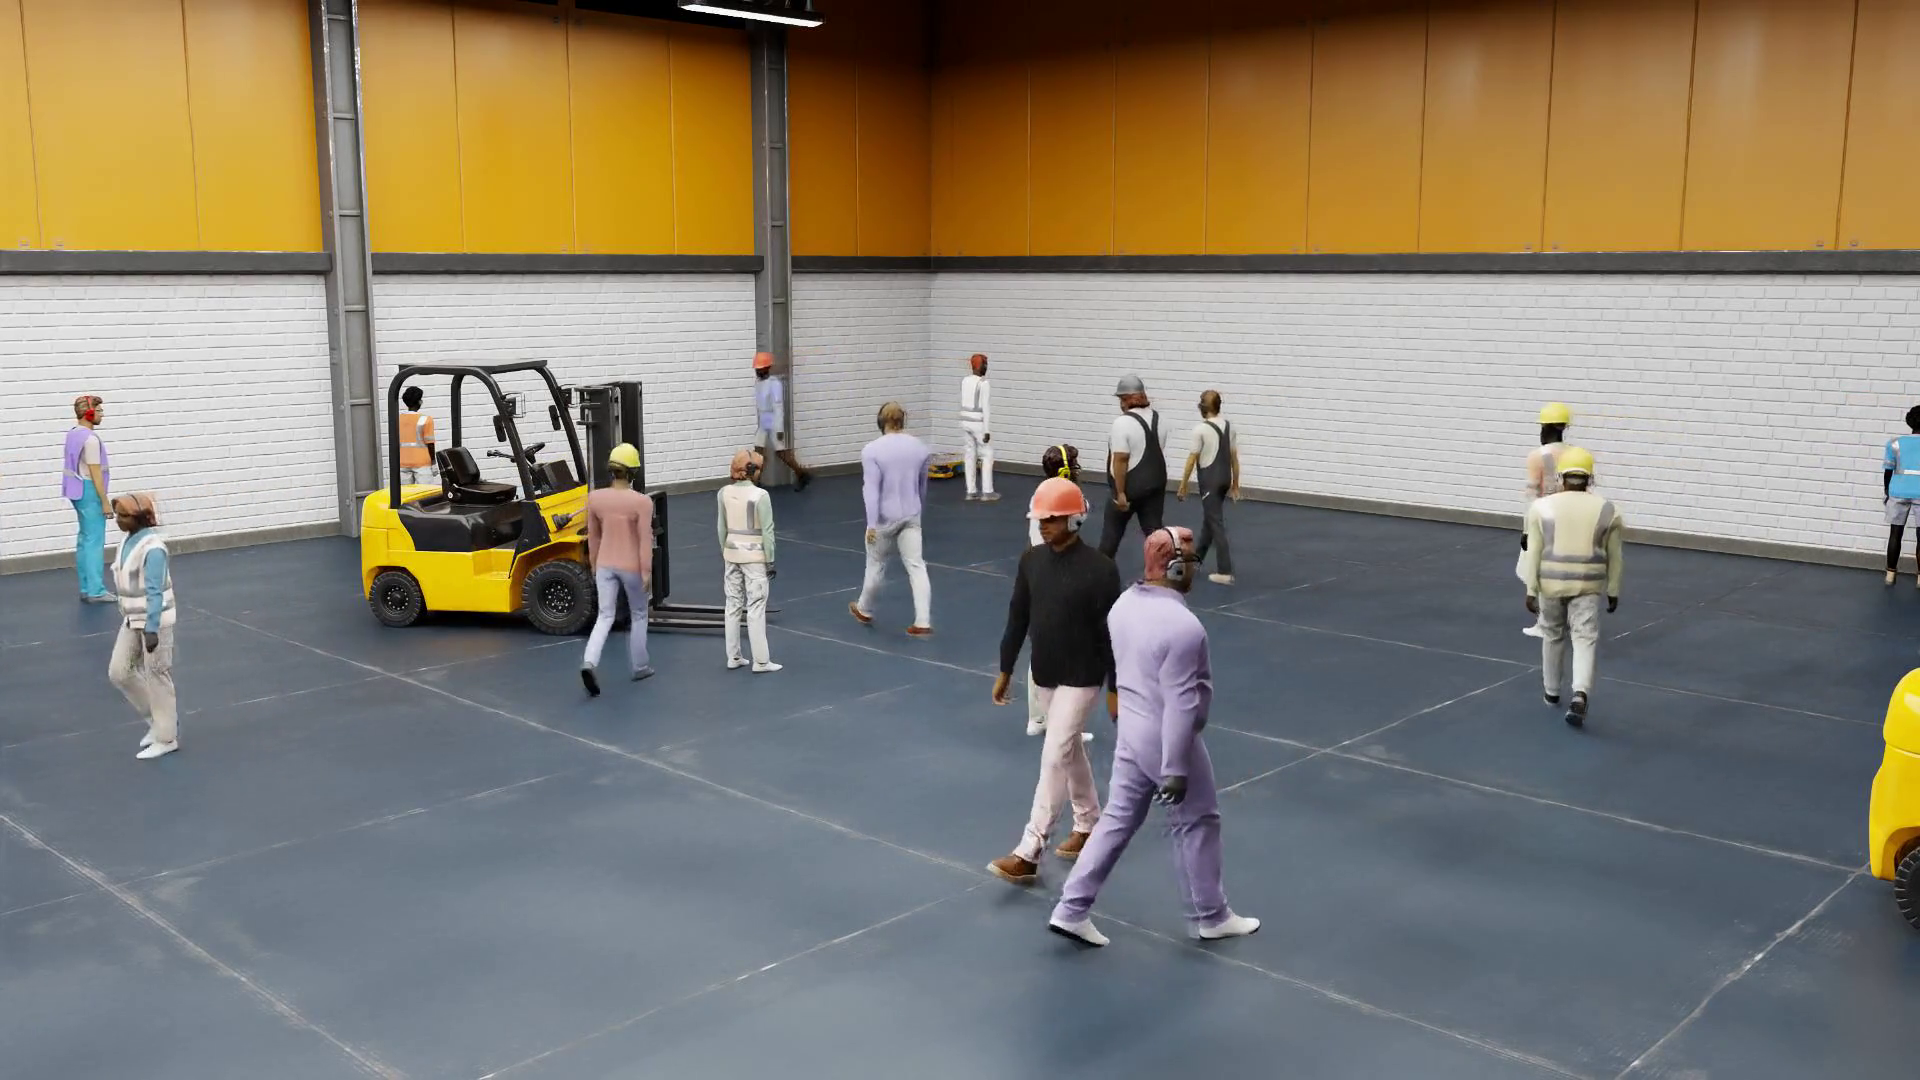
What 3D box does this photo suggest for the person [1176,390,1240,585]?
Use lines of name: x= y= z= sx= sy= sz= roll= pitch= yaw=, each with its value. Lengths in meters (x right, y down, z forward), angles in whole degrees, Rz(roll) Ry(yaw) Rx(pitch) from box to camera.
person: x=2.313 y=-0.516 z=15.786 sx=0.524 sy=1.801 sz=0.927 roll=-8 pitch=12 yaw=-39

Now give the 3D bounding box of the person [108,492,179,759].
person: x=-4.914 y=0.515 z=10.010 sx=0.544 sy=1.624 sz=0.367 roll=8 pitch=12 yaw=41

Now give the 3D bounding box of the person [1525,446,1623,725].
person: x=4.011 y=0.288 z=10.887 sx=0.602 sy=1.802 sz=0.853 roll=3 pitch=10 yaw=16

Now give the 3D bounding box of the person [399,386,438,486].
person: x=-5.883 y=-0.812 z=17.967 sx=0.535 sy=1.693 sz=0.317 roll=3 pitch=10 yaw=19

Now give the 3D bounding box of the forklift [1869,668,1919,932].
forklift: x=5.205 y=0.723 z=7.013 sx=2.313 sy=2.155 sz=1.214 roll=9 pitch=13 yaw=43

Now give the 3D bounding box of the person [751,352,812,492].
person: x=-2.416 y=-1.521 z=21.731 sx=0.906 sy=1.895 sz=0.590 roll=-8 pitch=12 yaw=-40

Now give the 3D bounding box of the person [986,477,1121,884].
person: x=0.421 y=0.672 z=8.070 sx=1.005 sy=1.943 sz=0.628 roll=-8 pitch=12 yaw=-42

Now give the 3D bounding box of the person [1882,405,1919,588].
person: x=8.854 y=-0.407 z=15.454 sx=0.535 sy=1.699 sz=0.322 roll=8 pitch=12 yaw=40

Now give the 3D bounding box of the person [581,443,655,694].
person: x=-2.401 y=0.192 z=11.660 sx=0.532 sy=1.732 sz=0.799 roll=2 pitch=10 yaw=15

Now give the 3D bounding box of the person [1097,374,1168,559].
person: x=1.524 y=-0.527 z=15.141 sx=0.688 sy=2.000 sz=0.957 roll=-7 pitch=12 yaw=-36

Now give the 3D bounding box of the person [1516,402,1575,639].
person: x=4.672 y=-0.129 z=13.102 sx=0.602 sy=1.907 sz=0.487 roll=-5 pitch=11 yaw=-29

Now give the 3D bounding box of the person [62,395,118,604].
person: x=-7.706 y=-0.353 z=14.701 sx=0.388 sy=1.841 sz=0.564 roll=-8 pitch=12 yaw=-40

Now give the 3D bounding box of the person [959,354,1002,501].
person: x=0.238 y=-1.435 z=21.209 sx=0.461 sy=1.877 sz=0.595 roll=-8 pitch=12 yaw=-42

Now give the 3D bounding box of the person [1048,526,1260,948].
person: x=0.827 y=0.860 z=7.186 sx=0.969 sy=1.867 sz=0.656 roll=-4 pitch=10 yaw=-24

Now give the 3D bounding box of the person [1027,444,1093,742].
person: x=0.601 y=0.330 z=10.409 sx=0.331 sy=1.872 sz=0.513 roll=-5 pitch=10 yaw=-26

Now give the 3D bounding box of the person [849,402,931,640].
person: x=-0.540 y=-0.170 z=13.447 sx=0.665 sy=1.877 sz=1.022 roll=-6 pitch=11 yaw=-31

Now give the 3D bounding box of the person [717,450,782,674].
person: x=-1.554 y=0.160 z=12.165 sx=0.512 sy=1.639 sz=0.311 roll=6 pitch=11 yaw=35

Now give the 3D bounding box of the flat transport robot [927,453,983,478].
flat transport robot: x=-0.219 y=-1.075 z=23.914 sx=0.652 sy=0.197 sz=1.431 roll=4 pitch=10 yaw=25

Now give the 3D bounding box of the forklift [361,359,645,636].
forklift: x=-3.850 y=-0.407 z=13.936 sx=2.313 sy=2.155 sz=1.214 roll=2 pitch=9 yaw=11
